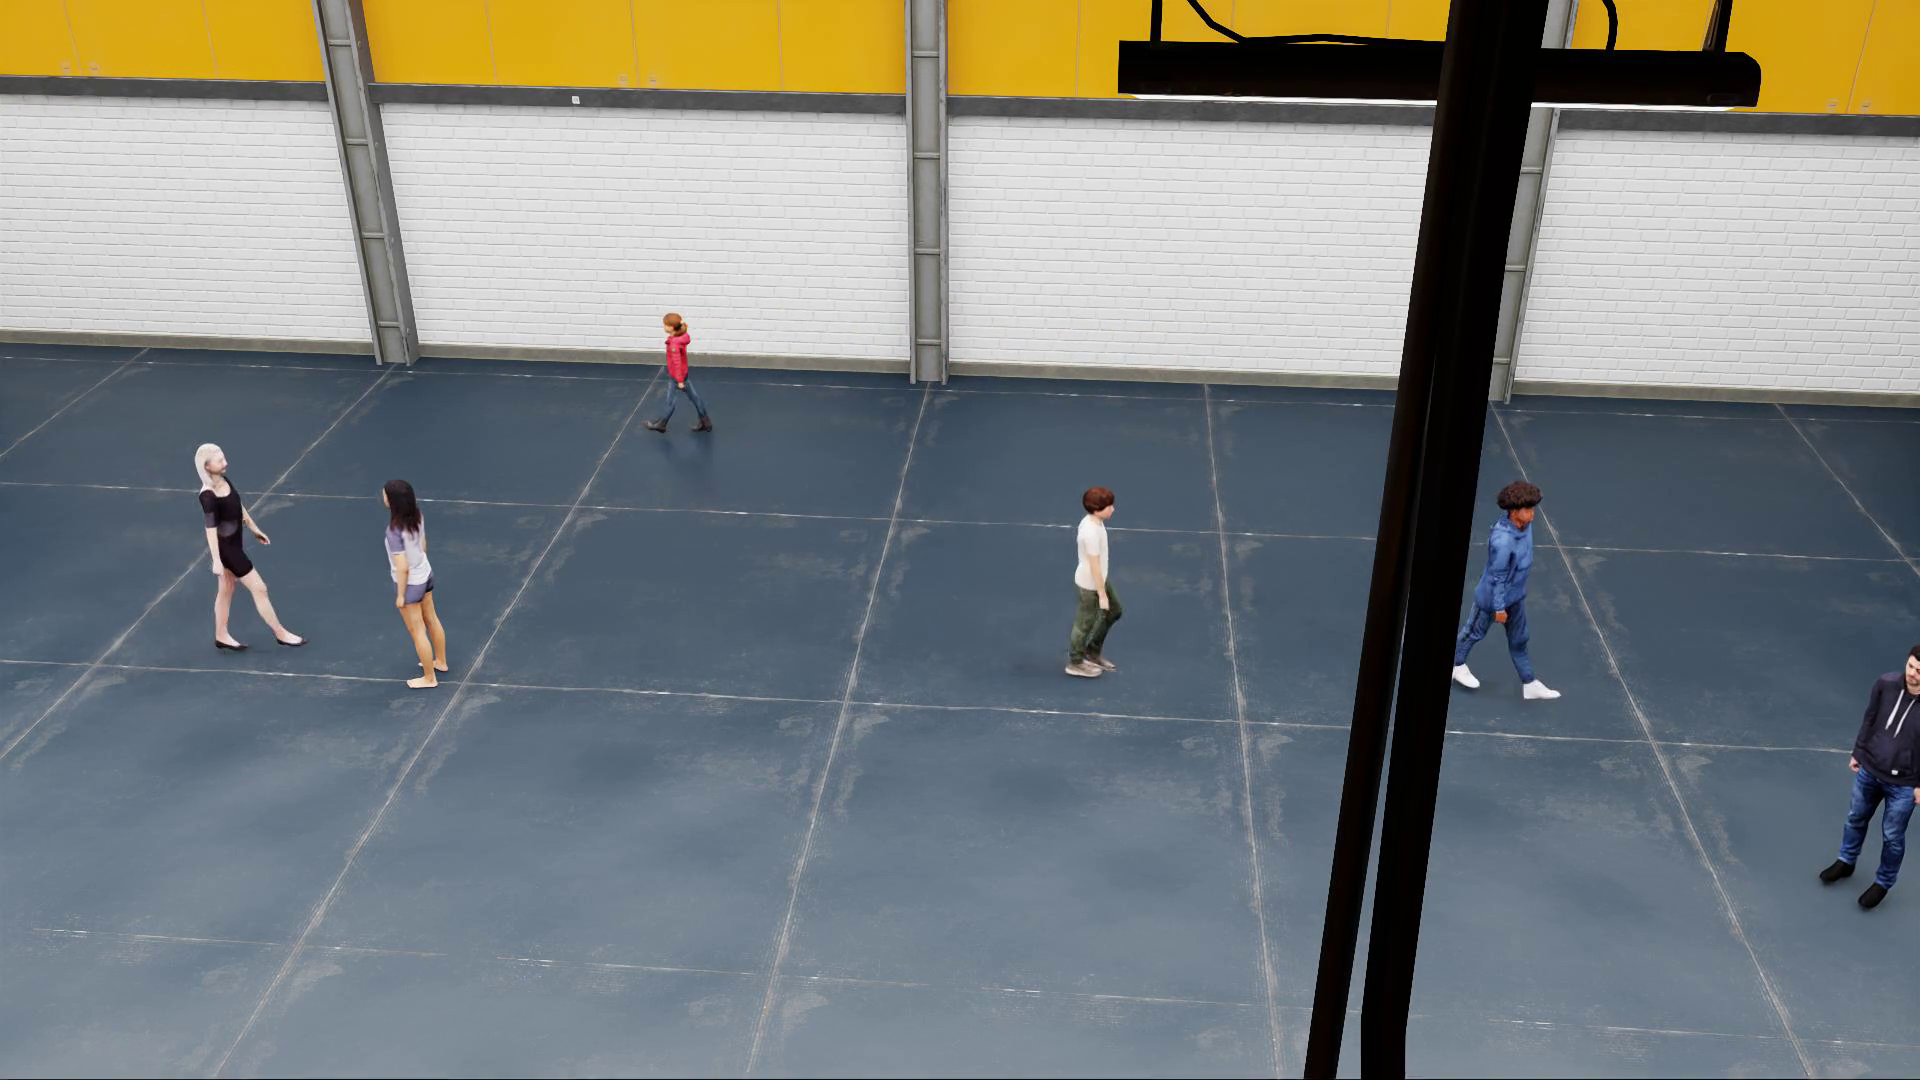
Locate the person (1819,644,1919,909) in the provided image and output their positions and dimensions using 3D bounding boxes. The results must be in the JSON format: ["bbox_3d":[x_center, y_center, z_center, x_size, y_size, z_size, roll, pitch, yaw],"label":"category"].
[{"bbox_3d":[5.839,1.432,10.380,0.778,1.888,0.755,-16,33,-27],"label":"person"}]

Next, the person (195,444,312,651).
[{"bbox_3d":[-5.767,0.099,12.911,1.041,1.804,0.780,-6,29,-12],"label":"person"}]

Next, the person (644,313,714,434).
[{"bbox_3d":[-2.736,-1.643,16.650,0.893,1.282,0.516,2,29,4],"label":"person"}]

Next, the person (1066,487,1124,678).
[{"bbox_3d":[0.925,0.334,12.652,0.659,1.640,0.600,5,29,10],"label":"person"}]

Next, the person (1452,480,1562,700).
[{"bbox_3d":[3.969,0.363,12.460,1.208,1.772,1.102,25,37,38],"label":"person"}]

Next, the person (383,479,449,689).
[{"bbox_3d":[-4.134,0.317,12.584,0.518,1.734,0.593,4,29,8],"label":"person"}]
